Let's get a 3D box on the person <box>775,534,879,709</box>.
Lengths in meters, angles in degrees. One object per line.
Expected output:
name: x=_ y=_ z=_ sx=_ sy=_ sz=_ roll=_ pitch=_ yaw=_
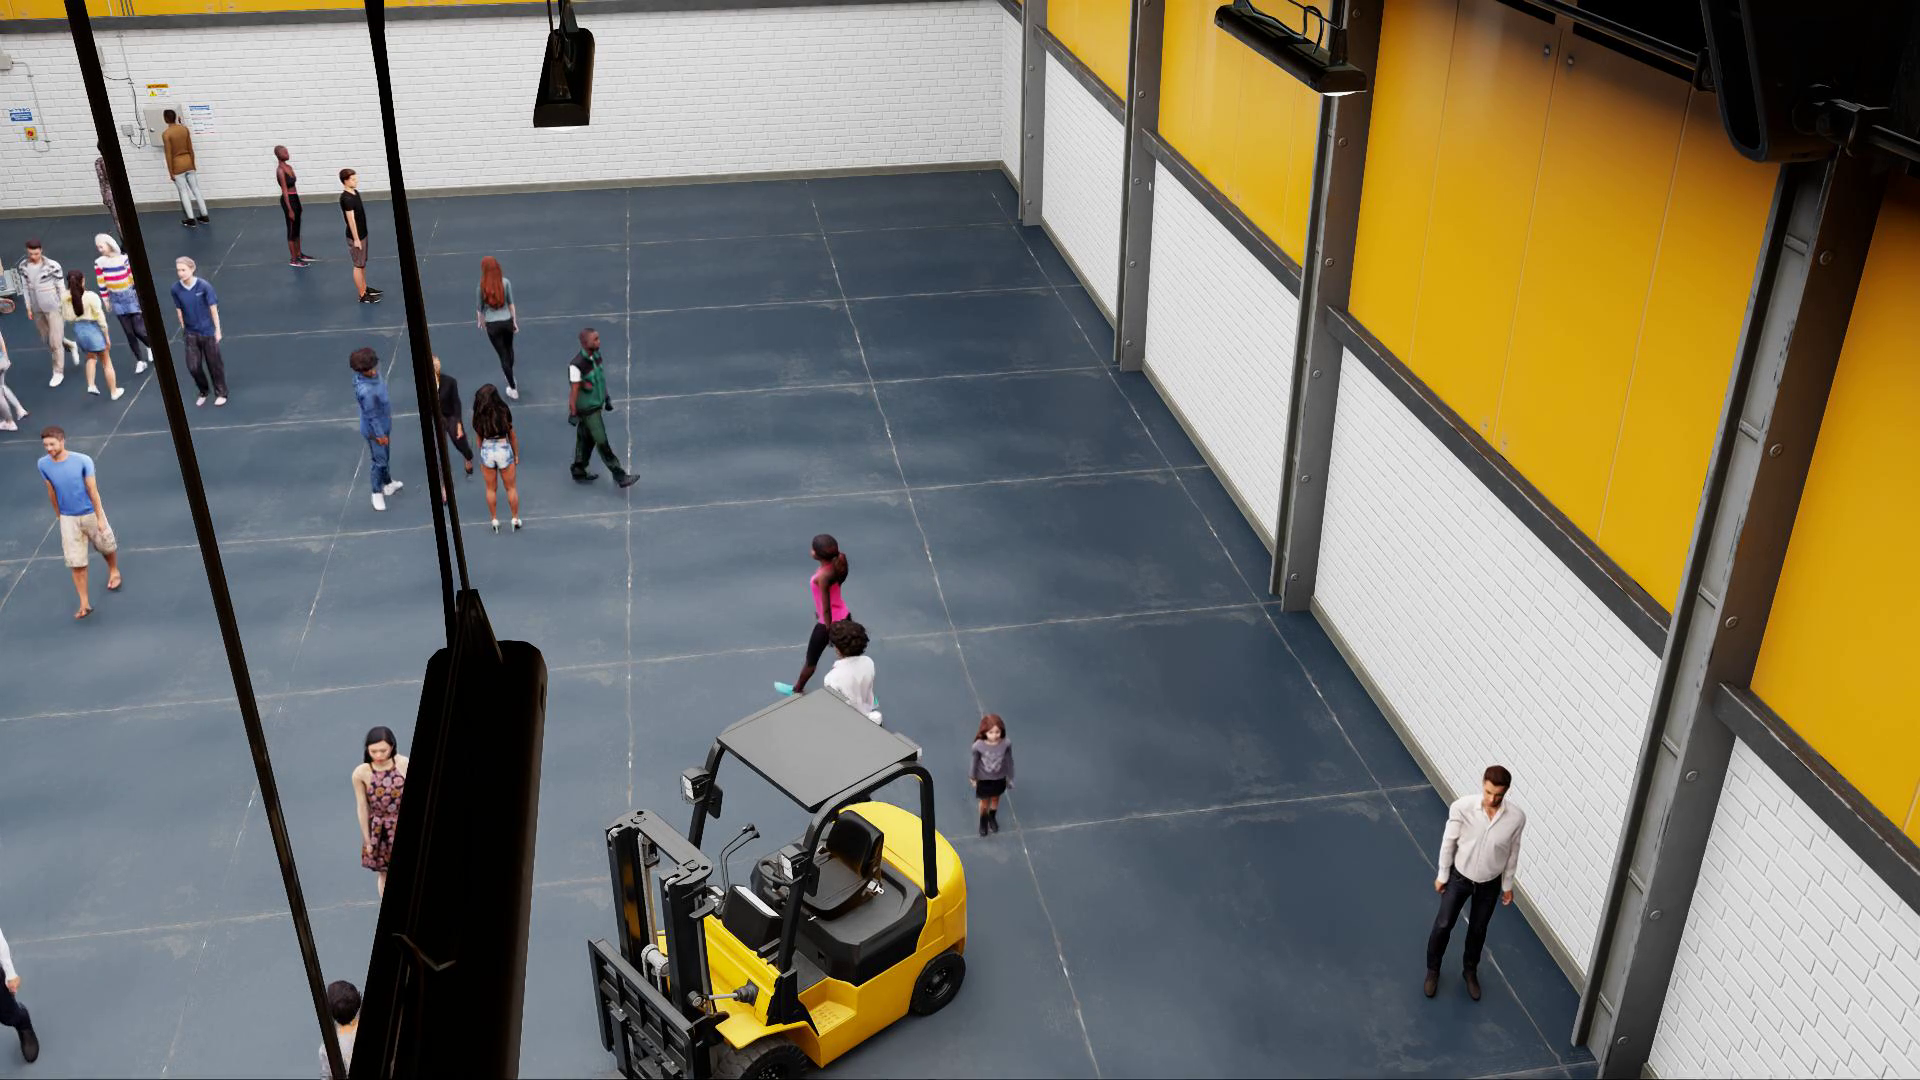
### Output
person: x=-0.987 y=0.735 z=14.091 sx=1.011 sy=1.664 sz=1.135 roll=10 pitch=30 yaw=17

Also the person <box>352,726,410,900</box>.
person: x=-3.943 y=2.038 z=11.586 sx=0.773 sy=1.775 sz=0.802 roll=-17 pitch=33 yaw=-29

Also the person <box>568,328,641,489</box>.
person: x=-4.072 y=-1.417 z=17.897 sx=1.057 sy=1.797 sz=1.168 roll=7 pitch=29 yaw=13

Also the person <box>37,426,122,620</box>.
person: x=-8.299 y=-0.266 z=15.768 sx=0.692 sy=1.815 sz=1.209 roll=-6 pitch=29 yaw=-11

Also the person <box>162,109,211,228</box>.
person: x=-12.118 y=-5.813 z=25.942 sx=0.763 sy=1.811 sz=0.699 roll=18 pitch=33 yaw=29

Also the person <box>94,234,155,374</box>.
person: x=-10.403 y=-2.995 z=20.795 sx=0.729 sy=1.792 sz=0.762 roll=-5 pitch=29 yaw=-8

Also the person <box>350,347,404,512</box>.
person: x=-6.186 y=-1.260 z=17.616 sx=0.881 sy=1.790 sz=0.516 roll=-10 pitch=30 yaw=-18

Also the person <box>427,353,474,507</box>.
person: x=-5.458 y=-1.236 z=17.739 sx=0.676 sy=1.630 sz=1.084 roll=-2 pitch=29 yaw=-4

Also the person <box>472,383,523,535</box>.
person: x=-4.729 y=-0.828 z=17.001 sx=0.549 sy=1.621 sz=0.561 roll=-4 pitch=29 yaw=-7

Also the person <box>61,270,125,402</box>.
person: x=-10.468 y=-2.421 z=19.926 sx=0.698 sy=1.618 sz=0.735 roll=2 pitch=29 yaw=3

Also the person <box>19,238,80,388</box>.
person: x=-11.223 y=-2.885 z=20.564 sx=0.900 sy=1.820 sz=1.120 roll=4 pitch=29 yaw=7

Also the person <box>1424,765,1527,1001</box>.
person: x=3.426 y=2.252 z=11.097 sx=0.721 sy=1.867 sz=0.653 roll=4 pitch=29 yaw=7

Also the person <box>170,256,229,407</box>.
person: x=-9.018 y=-2.511 z=19.837 sx=0.663 sy=1.859 sz=0.644 roll=-4 pitch=29 yaw=-7

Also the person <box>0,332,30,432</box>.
person: x=-11.098 y=-2.000 z=19.171 sx=0.724 sy=1.600 sz=0.667 roll=6 pitch=29 yaw=10

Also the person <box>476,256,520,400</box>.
person: x=-5.518 y=-2.525 z=20.022 sx=0.804 sy=1.707 sz=1.073 roll=-16 pitch=33 yaw=-27

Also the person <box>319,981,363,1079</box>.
person: x=-3.423 y=3.234 z=9.640 sx=0.682 sy=1.540 sz=0.751 roll=-19 pitch=34 yaw=-31

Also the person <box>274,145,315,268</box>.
person: x=-9.800 y=-4.906 z=24.332 sx=0.672 sy=1.760 sz=0.495 roll=-2 pitch=29 yaw=-3

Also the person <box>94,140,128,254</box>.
person: x=-12.594 y=-5.149 z=24.825 sx=0.729 sy=1.713 sz=0.674 roll=21 pitch=35 yaw=33

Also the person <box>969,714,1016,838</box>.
person: x=0.232 y=1.760 z=12.808 sx=0.493 sy=1.093 sz=0.490 roll=-8 pitch=30 yaw=-14

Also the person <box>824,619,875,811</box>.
person: x=-0.785 y=1.443 z=12.657 sx=1.041 sy=1.794 sz=0.922 roll=26 pitch=38 yaw=38

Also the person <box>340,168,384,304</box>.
person: x=-8.340 y=-4.230 z=22.988 sx=0.736 sy=1.861 sz=0.482 roll=-5 pitch=29 yaw=-8
